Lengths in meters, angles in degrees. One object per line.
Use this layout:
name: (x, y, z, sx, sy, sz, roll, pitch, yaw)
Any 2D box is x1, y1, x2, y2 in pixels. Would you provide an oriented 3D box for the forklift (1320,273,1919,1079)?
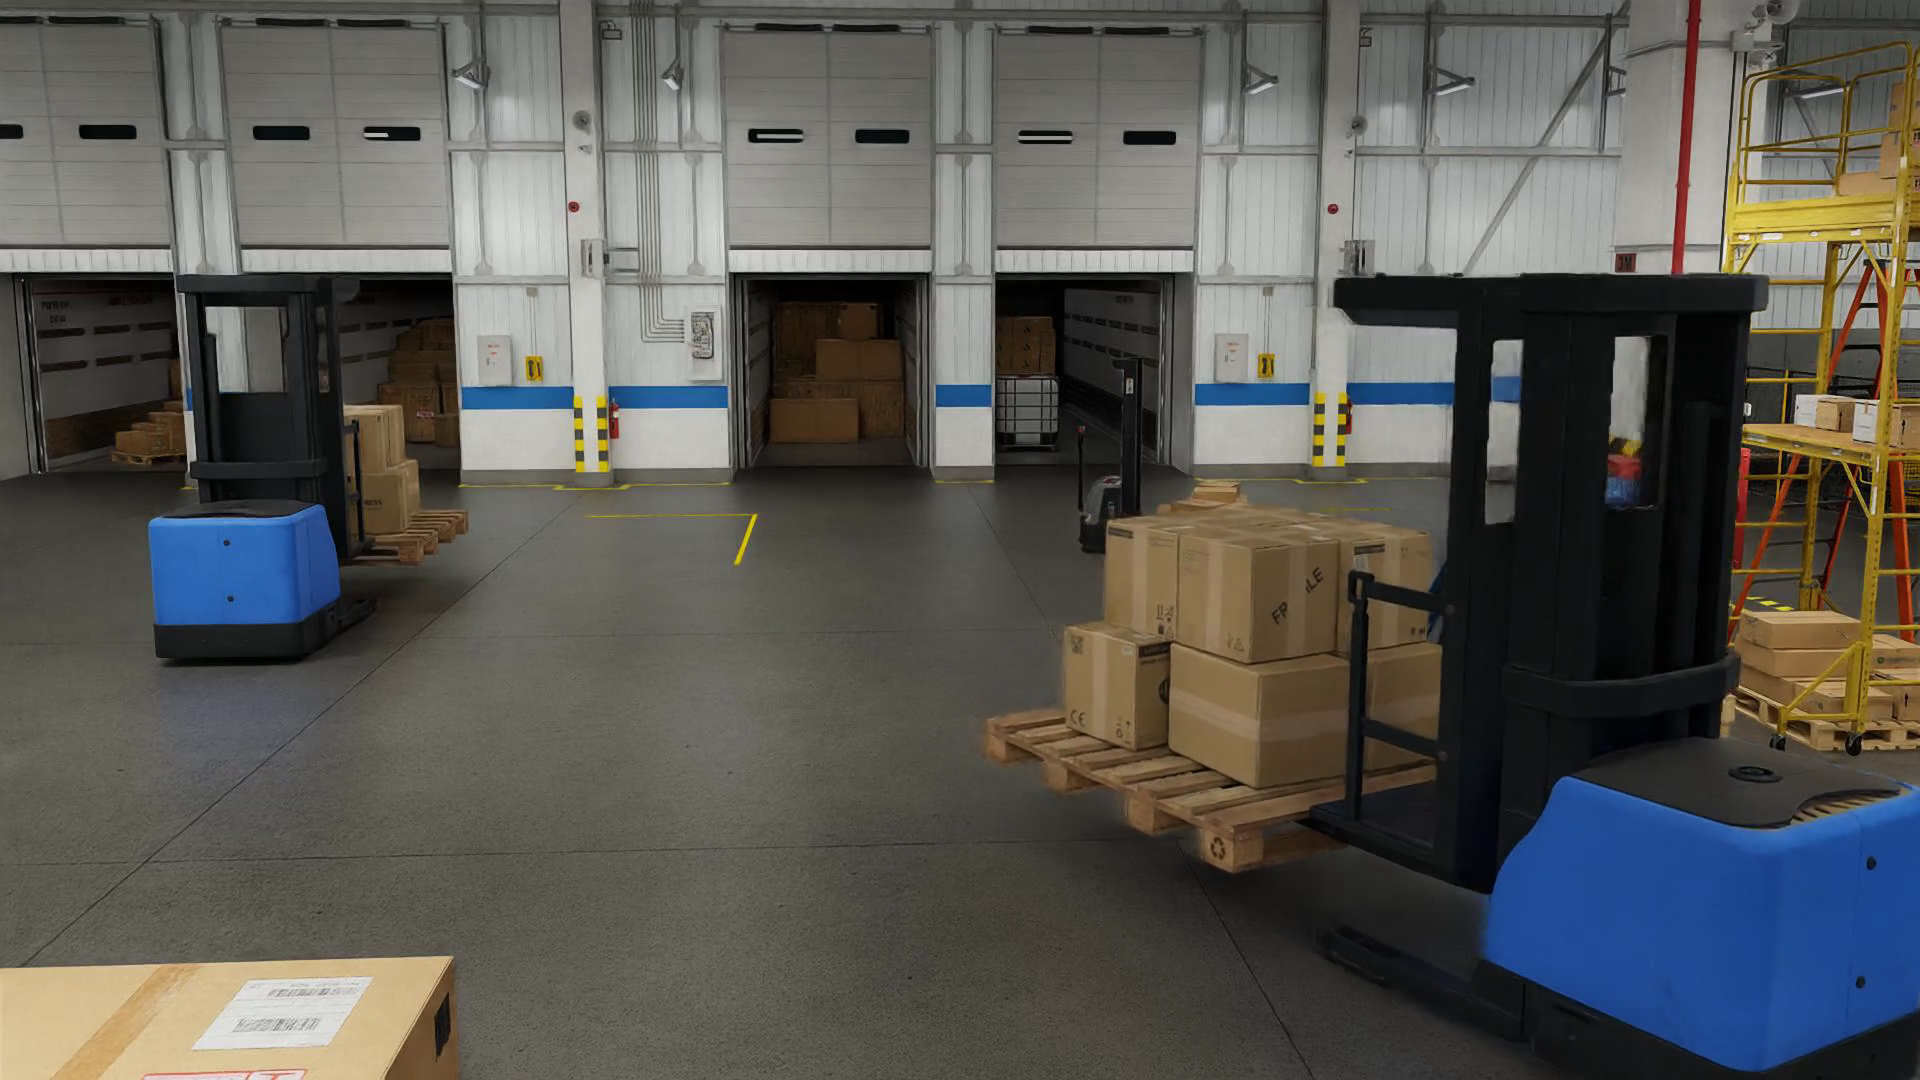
forklift: (2.429, 0.427, 6.067, 1.129, 2.768, 1.873, -5, 11, -30)

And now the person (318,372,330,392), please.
person: (-7.846, -1.278, 20.740, 0.707, 1.613, 0.520, -2, 9, -13)

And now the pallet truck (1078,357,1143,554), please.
pallet truck: (2.088, -0.836, 16.757, 1.885, 1.965, 0.823, 2, 9, 13)

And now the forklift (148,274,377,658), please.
forklift: (-5.348, -0.627, 12.681, 1.129, 2.768, 1.873, -1, 9, -4)
